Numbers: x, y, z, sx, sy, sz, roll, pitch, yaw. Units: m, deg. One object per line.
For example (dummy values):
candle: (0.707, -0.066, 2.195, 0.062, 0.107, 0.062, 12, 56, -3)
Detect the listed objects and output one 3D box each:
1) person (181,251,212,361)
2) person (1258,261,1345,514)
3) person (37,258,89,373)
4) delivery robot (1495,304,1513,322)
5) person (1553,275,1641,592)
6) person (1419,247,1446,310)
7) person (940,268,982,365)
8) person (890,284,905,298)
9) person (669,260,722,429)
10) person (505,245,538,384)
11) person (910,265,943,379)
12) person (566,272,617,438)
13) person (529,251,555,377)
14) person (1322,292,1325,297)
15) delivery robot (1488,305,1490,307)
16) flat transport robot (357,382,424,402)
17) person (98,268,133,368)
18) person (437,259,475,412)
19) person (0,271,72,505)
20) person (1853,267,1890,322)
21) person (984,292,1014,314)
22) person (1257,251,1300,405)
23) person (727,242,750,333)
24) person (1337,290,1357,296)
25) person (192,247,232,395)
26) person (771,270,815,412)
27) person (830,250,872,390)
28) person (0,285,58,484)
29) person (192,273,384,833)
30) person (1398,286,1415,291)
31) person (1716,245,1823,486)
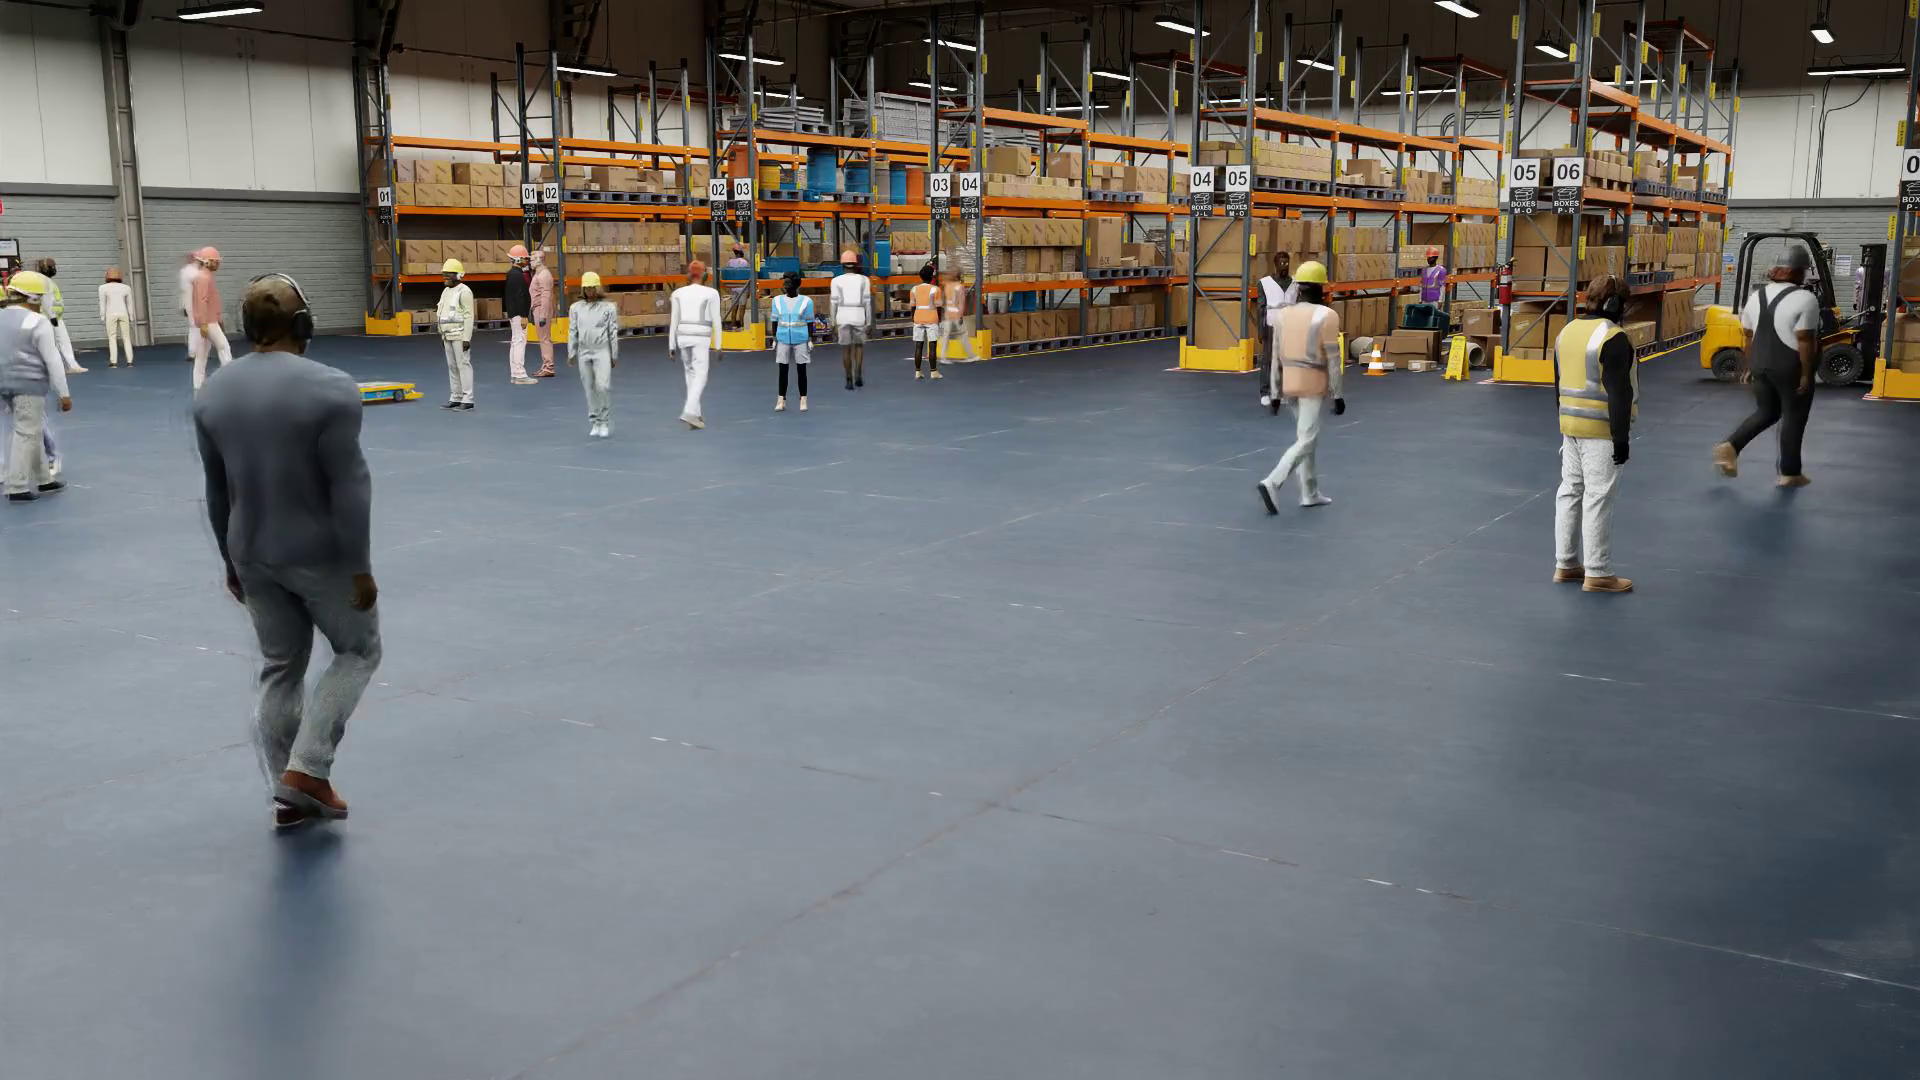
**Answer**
person: (-13.104, -4.017, 28.627, 0.585, 1.885, 0.662, -7, 12, -34)
person: (2.559, -1.152, 12.558, 0.843, 1.899, 0.591, -7, 12, -33)
person: (-14.169, -3.458, 25.760, 0.956, 1.801, 0.634, -2, 10, -12)
delivery robot: (13.027, -5.494, 40.361, 0.707, 0.478, 0.477, -1, 10, -4)
person: (3.731, -0.621, 9.741, 0.429, 1.839, 0.623, -2, 10, -13)
person: (9.015, -4.621, 31.859, 0.359, 1.939, 0.542, -8, 13, -38)
person: (-0.022, -3.728, 27.792, 0.832, 1.595, 0.533, -8, 13, -39)
person: (-1.824, -7.509, 48.021, 0.618, 1.948, 0.781, 8, 13, 39)
person: (-2.952, -2.150, 18.335, 0.605, 1.842, 0.819, 3, 11, 16)
person: (-6.342, -3.244, 23.986, 0.389, 1.992, 0.625, -5, 11, -25)
person: (-0.492, -3.236, 24.778, 0.537, 1.696, 0.318, 5, 11, 26)
person: (-3.853, -1.924, 17.373, 0.492, 1.722, 0.676, 1, 10, 4)
person: (-6.364, -3.422, 25.235, 0.407, 1.905, 0.655, -3, 11, -16)
person: (8.430, -5.970, 39.310, 0.639, 1.969, 0.587, 6, 12, 30)
delivery robot: (13.105, -5.611, 41.016, 0.477, 0.478, 0.707, 2, 10, 9)
flat transport robot: (-7.589, -1.864, 21.086, 0.652, 0.197, 1.431, 6, 12, 31)
person: (-13.800, -3.634, 27.222, 0.506, 1.623, 0.298, -9, 14, -41)
person: (-6.100, -2.471, 20.097, 0.404, 1.836, 0.600, -10, 14, -44)
person: (-7.239, -1.198, 13.055, 0.630, 1.797, 0.787, 4, 11, 20)
person: (17.299, -4.563, 31.596, 0.585, 1.919, 0.388, 5, 11, 28)
person: (0.761, -4.811, 32.961, 0.626, 1.933, 0.370, 1, 10, 8)
person: (3.999, -2.654, 20.890, 0.593, 1.922, 0.391, -3, 11, -17)
person: (-4.827, -5.498, 36.474, 0.605, 2.045, 0.378, 9, 13, 41)
person: (8.479, -5.394, 36.471, 0.489, 1.841, 0.548, -7, 12, -35)
person: (-9.885, -2.919, 22.242, 0.889, 1.960, 0.653, -4, 11, -23)
person: (-2.016, -2.390, 20.036, 0.533, 1.698, 0.322, 1, 10, 5)
person: (-1.520, -3.045, 23.072, 0.580, 1.921, 0.454, -2, 10, -10)
person: (-8.065, -1.348, 14.170, 0.531, 1.709, 0.927, 1, 10, 5)
person: (-2.266, 0.059, 5.690, 0.649, 1.920, 0.436, 3, 10, 14)
person: (10.482, -6.009, 39.415, 0.612, 2.023, 0.800, 7, 13, 36)
person: (6.797, -1.455, 13.839, 0.758, 2.000, 0.692, -3, 11, -18)
